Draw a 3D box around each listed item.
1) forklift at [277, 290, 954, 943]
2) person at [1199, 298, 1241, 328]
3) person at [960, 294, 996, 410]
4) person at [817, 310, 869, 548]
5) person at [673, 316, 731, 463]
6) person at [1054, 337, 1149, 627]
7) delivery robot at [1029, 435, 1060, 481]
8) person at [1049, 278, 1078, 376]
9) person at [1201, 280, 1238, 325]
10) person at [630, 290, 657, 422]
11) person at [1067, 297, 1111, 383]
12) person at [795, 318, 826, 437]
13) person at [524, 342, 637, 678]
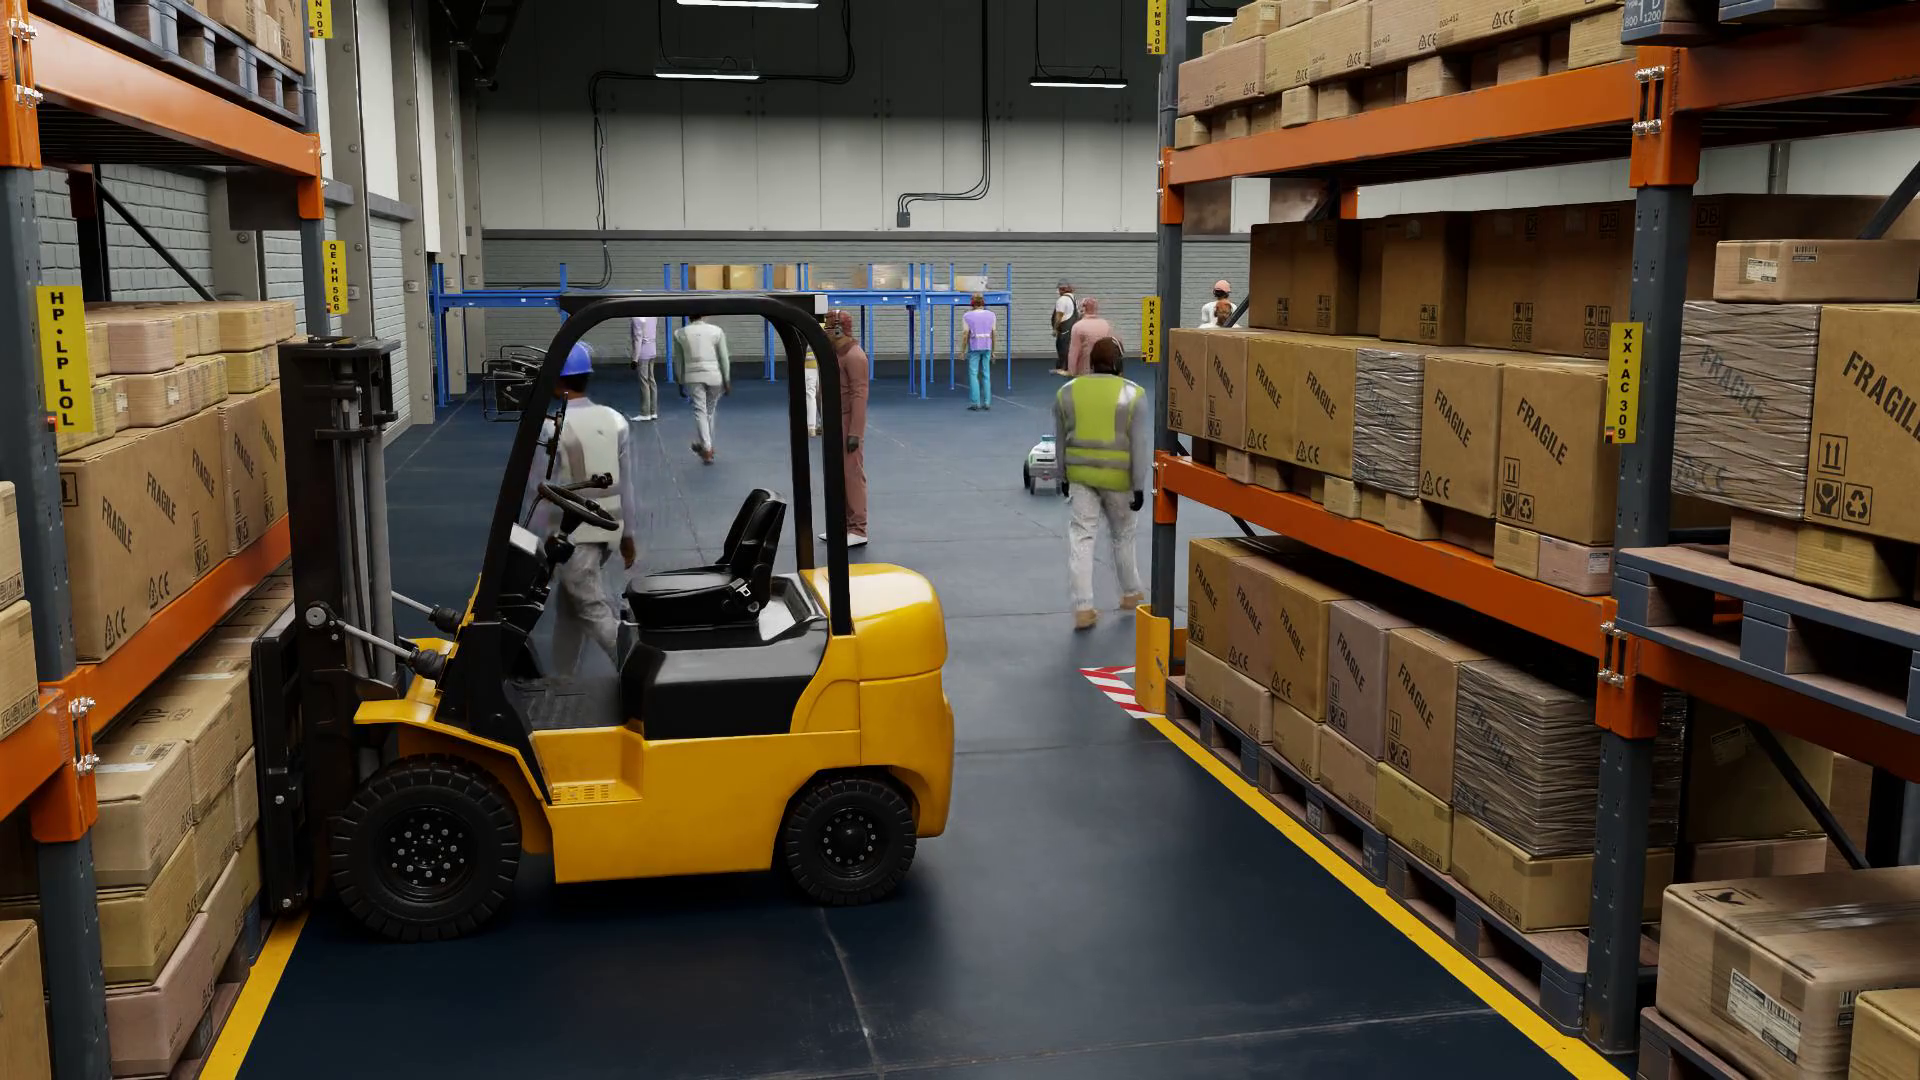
[{"bbox_3d":[-1.179,0.175,6.143,2.313,2.155,1.214,-2,10,-12],"label":"forklift"},{"bbox_3d":[3.121,-1.941,19.874,0.598,1.869,0.489,1,9,6],"label":"person"},{"bbox_3d":[0.308,-2.984,26.425,0.617,1.836,0.459,-4,10,-24],"label":"person"},{"bbox_3d":[-0.960,-0.903,13.468,0.401,1.904,0.648,-3,10,-19],"label":"person"},{"bbox_3d":[-2.995,-1.855,19.323,0.621,1.891,0.942,-3,10,-19],"label":"person"},{"bbox_3d":[0.936,-0.392,10.643,0.648,1.800,0.919,4,10,22],"label":"person"},{"bbox_3d":[0.888,-0.822,16.921,0.477,0.478,0.707,1,9,6],"label":"delivery robot"},{"bbox_3d":[2.074,-4.433,34.696,0.773,2.000,0.712,4,10,25],"label":"person"},{"bbox_3d":[4.191,-3.153,26.768,0.615,2.038,0.395,5,11,30],"label":"person"},{"bbox_3d":[-4.653,-2.702,24.384,0.374,1.920,0.585,3,10,16],"label":"person"},{"bbox_3d":[1.717,-2.214,21.569,0.638,1.867,0.938,-9,13,-43],"label":"person"},{"bbox_3d":[-1.988,-2.315,22.271,0.429,1.840,0.629,7,12,37],"label":"person"},{"bbox_3d":[-1.813,-0.032,8.187,0.965,1.910,0.608,5,10,27],"label":"person"}]
